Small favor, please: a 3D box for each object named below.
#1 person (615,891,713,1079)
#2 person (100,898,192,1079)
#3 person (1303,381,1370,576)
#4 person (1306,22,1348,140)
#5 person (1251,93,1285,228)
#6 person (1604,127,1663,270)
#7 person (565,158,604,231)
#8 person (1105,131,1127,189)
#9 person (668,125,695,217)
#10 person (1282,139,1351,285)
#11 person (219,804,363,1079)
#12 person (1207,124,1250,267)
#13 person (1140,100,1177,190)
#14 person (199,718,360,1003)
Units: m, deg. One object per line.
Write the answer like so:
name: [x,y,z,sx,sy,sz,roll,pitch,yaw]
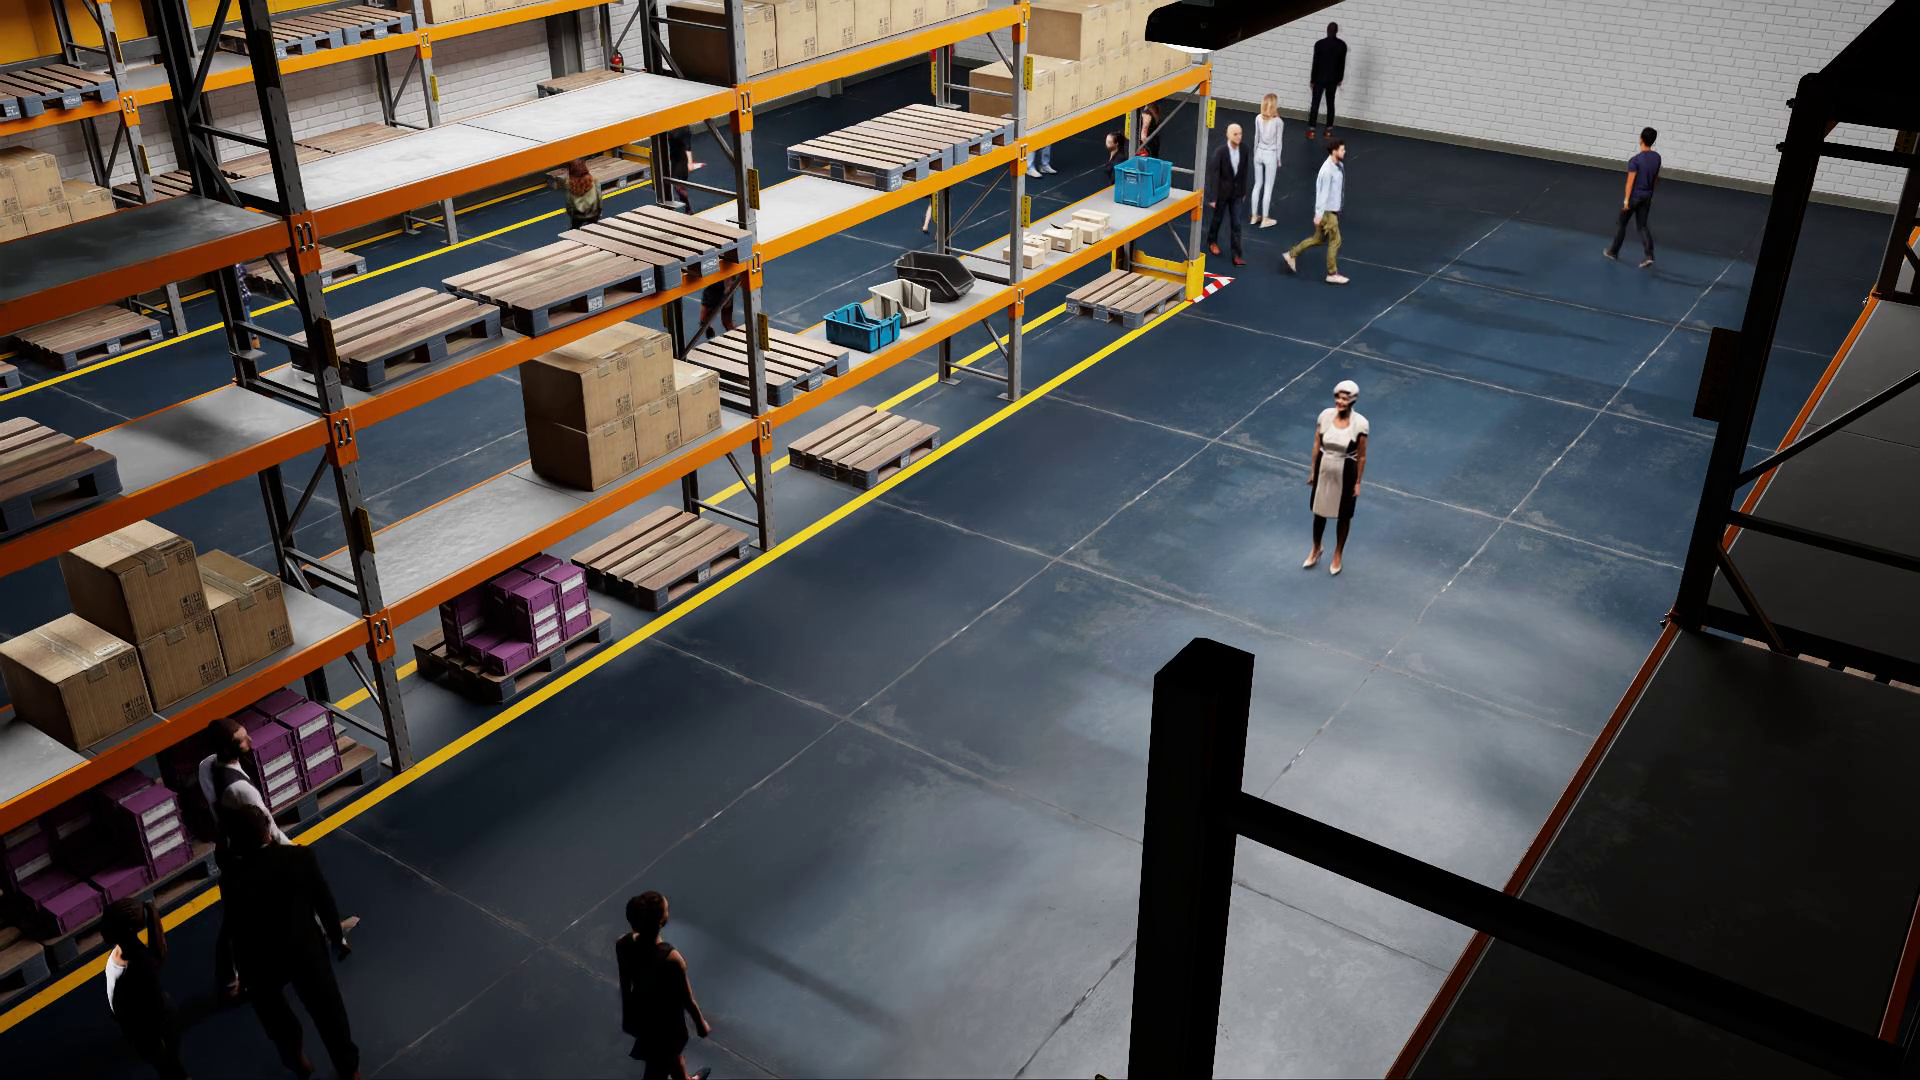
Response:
person: [-1.625,2.544,8.607,0.585,1.650,0.860,18,33,29]
person: [-4.268,2.511,8.764,0.567,1.556,0.590,25,38,38]
person: [3.207,-0.540,14.150,0.619,1.755,0.511,18,33,29]
person: [5.856,-7.328,26.531,0.820,1.815,0.857,-2,29,-4]
person: [4.163,-5.173,22.601,0.563,1.796,0.627,-24,37,-37]
person: [8.624,-4.280,21.002,1.157,1.759,1.181,-6,29,-12]
person: [-4.762,-4.125,21.028,0.764,1.461,0.833,-12,31,-21]
person: [2.055,-4.372,21.248,0.960,1.685,0.865,-8,30,-14]
person: [-3.764,-5.132,22.631,0.595,1.694,0.611,17,33,28]
person: [4.457,-4.071,20.593,0.903,1.783,1.125,11,30,19]
person: [-3.576,2.273,8.870,0.894,1.874,0.961,-17,33,-28]
person: [3.401,-4.446,21.307,1.238,1.760,1.254,-7,29,-13]
person: [2.720,-5.466,23.255,0.896,1.684,1.060,10,30,18]
person: [-4.208,1.882,9.558,1.206,1.901,0.907,-20,34,-32]
